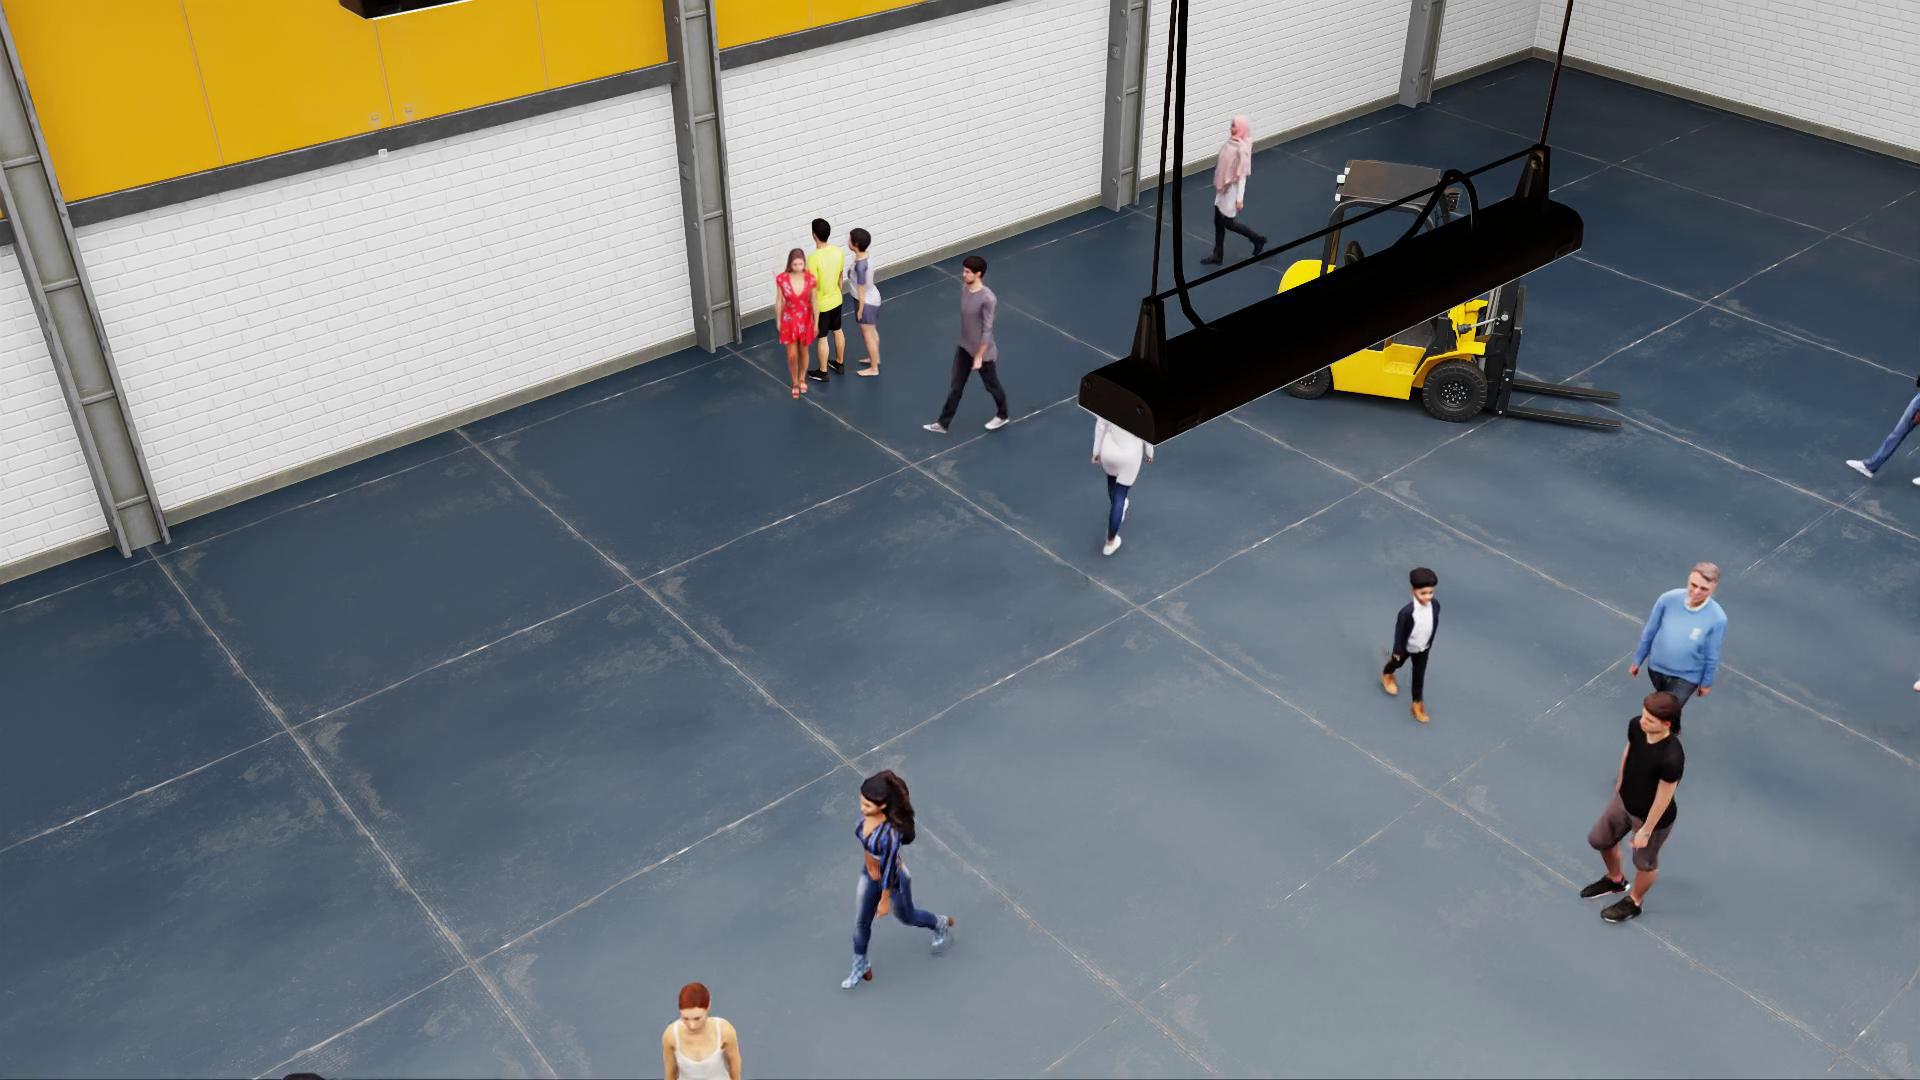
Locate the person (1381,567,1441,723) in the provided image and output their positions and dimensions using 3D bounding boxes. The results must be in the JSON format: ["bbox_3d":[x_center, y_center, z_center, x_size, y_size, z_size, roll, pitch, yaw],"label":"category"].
[{"bbox_3d":[3.369,0.716,12.474,0.853,1.200,0.790,-8,34,-12],"label":"person"}]

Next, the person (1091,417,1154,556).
[{"bbox_3d":[1.328,-0.662,14.056,0.919,1.744,1.115,13,36,19],"label":"person"}]

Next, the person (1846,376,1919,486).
[{"bbox_3d":[8.826,-1.200,14.905,1.168,1.699,1.069,1,34,1],"label":"person"}]

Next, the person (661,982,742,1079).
[{"bbox_3d":[-1.339,2.881,8.824,0.643,1.634,0.711,0,34,0],"label":"person"}]

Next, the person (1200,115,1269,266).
[{"bbox_3d":[3.181,-3.971,18.996,1.102,1.786,0.953,-4,34,-6],"label":"person"}]

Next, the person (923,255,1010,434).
[{"bbox_3d":[0.245,-1.827,15.750,1.121,1.808,0.698,-23,40,-31],"label":"person"}]

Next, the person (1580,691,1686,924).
[{"bbox_3d":[4.383,1.670,10.459,0.767,1.842,0.764,-11,35,-16],"label":"person"}]

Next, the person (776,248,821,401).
[{"bbox_3d":[-1.613,-2.200,16.521,0.730,1.577,0.786,-4,34,-6],"label":"person"}]

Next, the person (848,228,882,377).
[{"bbox_3d":[-0.945,-2.427,16.879,0.725,1.558,0.663,3,34,4],"label":"person"}]

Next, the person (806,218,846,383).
[{"bbox_3d":[-1.348,-2.426,16.741,0.697,1.709,0.501,28,43,35],"label":"person"}]

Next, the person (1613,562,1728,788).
[{"bbox_3d":[5.072,0.871,11.721,1.147,1.774,0.670,-26,42,-34],"label":"person"}]

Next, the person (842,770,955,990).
[{"bbox_3d":[-0.382,2.045,10.123,1.046,1.589,0.657,-23,40,-30],"label":"person"}]
